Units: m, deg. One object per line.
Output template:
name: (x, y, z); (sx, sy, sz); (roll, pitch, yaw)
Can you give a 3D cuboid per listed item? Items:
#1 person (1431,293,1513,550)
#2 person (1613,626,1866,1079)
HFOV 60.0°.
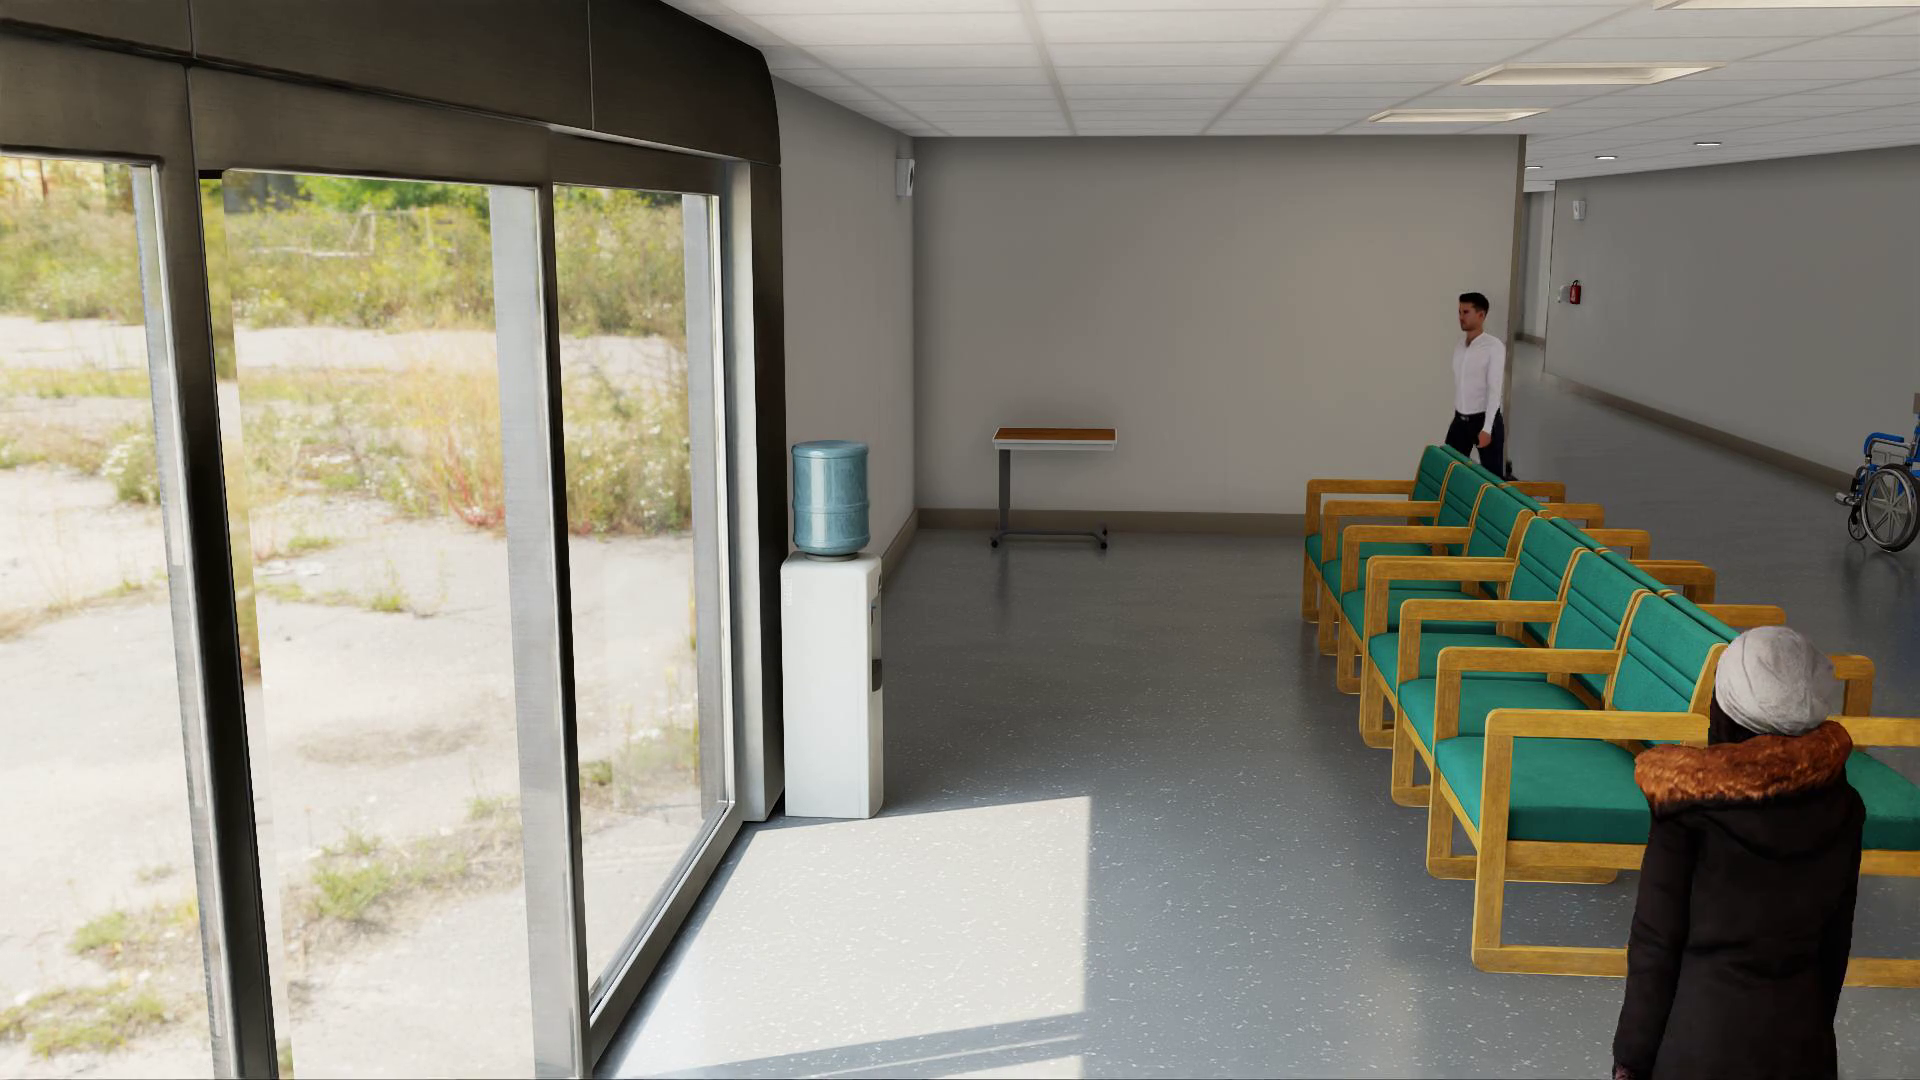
person: (3.732, -0.803, 11.774); (1.259, 1.832, 1.098); (-7, 13, -32)
person: (1.459, 0.971, 3.089); (0.593, 1.623, 0.729); (-1, 11, -5)
